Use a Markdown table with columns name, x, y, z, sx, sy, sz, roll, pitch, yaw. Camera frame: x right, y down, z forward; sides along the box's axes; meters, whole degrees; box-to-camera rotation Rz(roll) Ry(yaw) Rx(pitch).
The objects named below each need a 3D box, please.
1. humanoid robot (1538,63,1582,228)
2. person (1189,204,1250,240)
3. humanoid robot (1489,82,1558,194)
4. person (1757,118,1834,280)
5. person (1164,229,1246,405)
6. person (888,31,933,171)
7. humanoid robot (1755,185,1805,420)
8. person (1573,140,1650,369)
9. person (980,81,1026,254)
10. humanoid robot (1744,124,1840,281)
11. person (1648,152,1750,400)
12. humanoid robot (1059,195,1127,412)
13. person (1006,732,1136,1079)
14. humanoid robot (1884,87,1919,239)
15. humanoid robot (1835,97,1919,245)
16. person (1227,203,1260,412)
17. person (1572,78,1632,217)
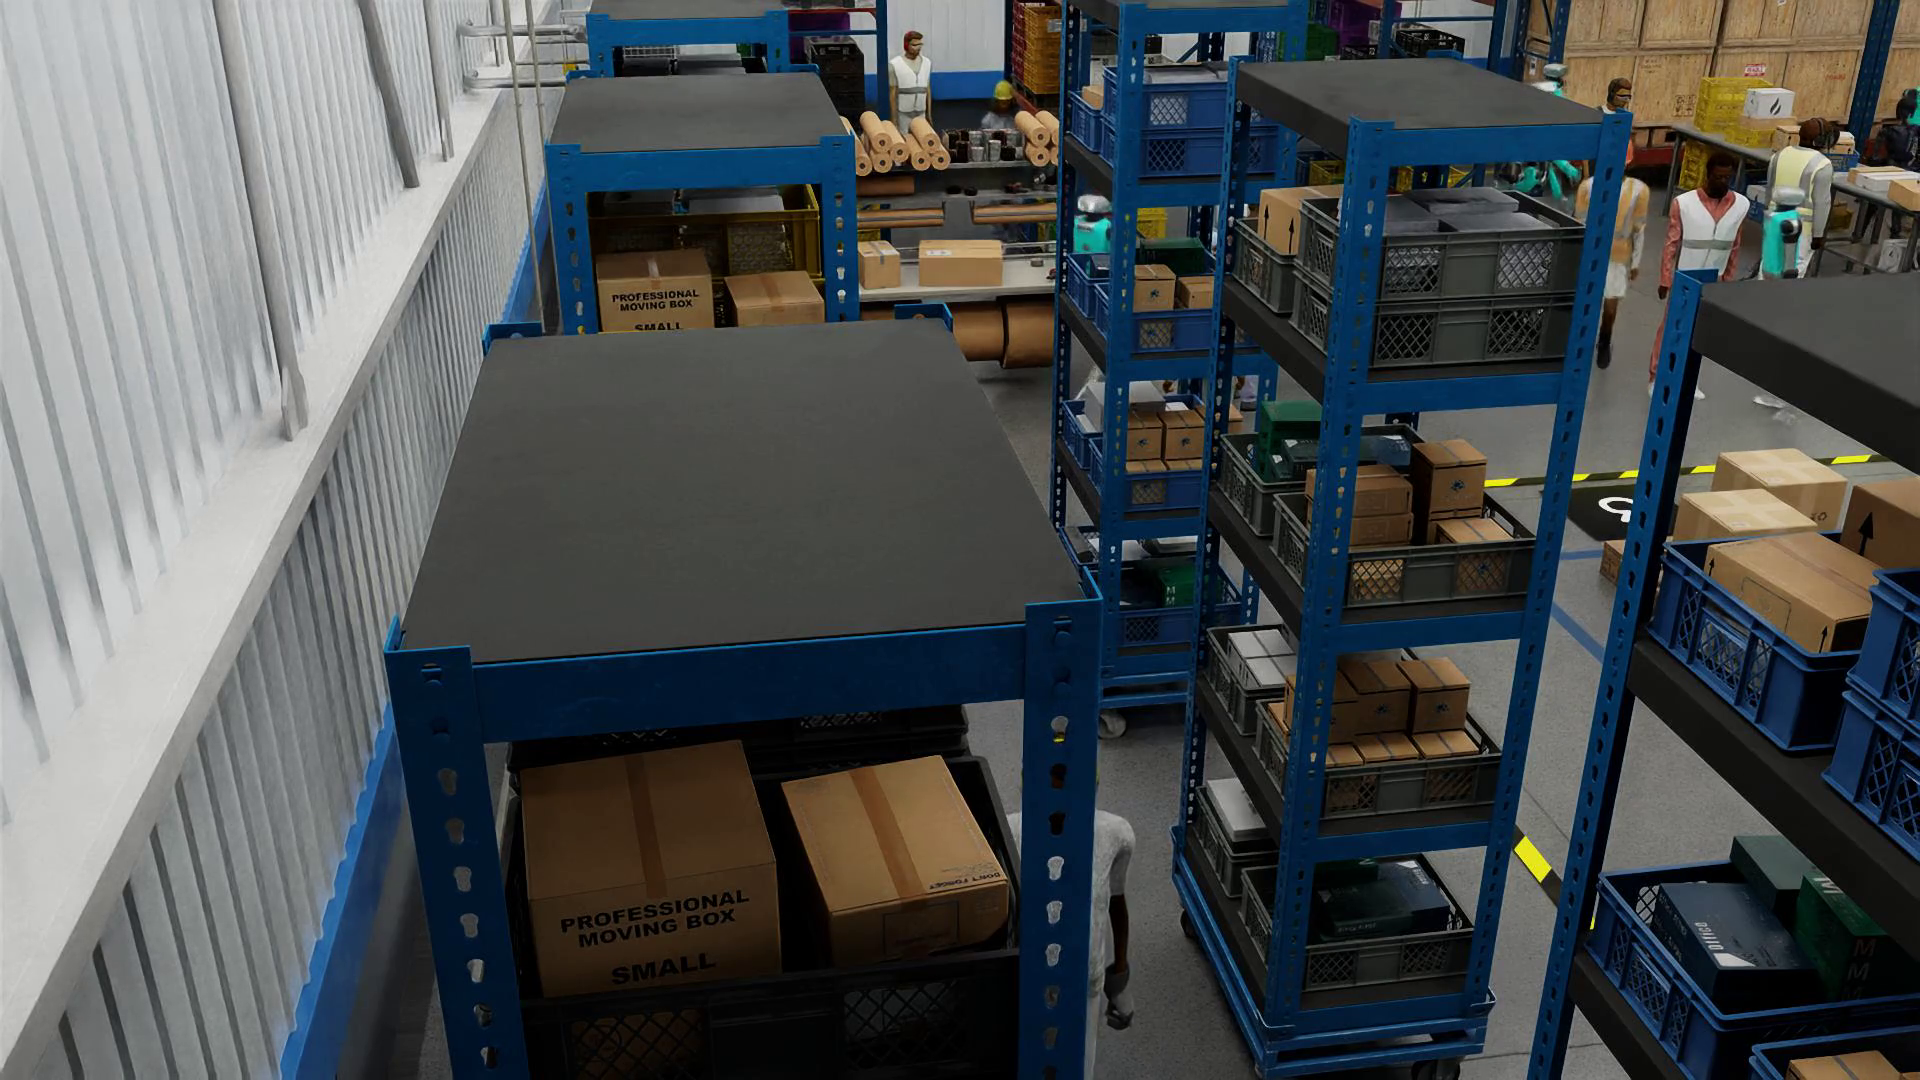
| name | x | y | z | sx | sy | sz | roll | pitch | yaw |
| --- | --- | --- | --- | --- | --- | --- | --- | --- | --- |
| humanoid robot | 6.280 | -3.945 | 17.239 | 0.761 | 1.888 | 0.543 | 17 | 29 | 32 |
| person | 2.108 | -2.298 | 13.192 | 0.598 | 2.035 | 0.399 | -3 | 25 | -7 |
| humanoid robot | 5.512 | -3.669 | 16.475 | 0.530 | 1.767 | 0.694 | -12 | 27 | -24 |
| person | 7.156 | -2.682 | 14.248 | 0.429 | 1.844 | 0.624 | -10 | 26 | -20 |
| person | 1.600 | -1.112 | 10.822 | 0.586 | 1.852 | 0.382 | -4 | 25 | -9 |
| person | -0.571 | -4.891 | 19.059 | 0.562 | 1.836 | 0.387 | -16 | 29 | -31 |
| humanoid robot | 6.221 | -1.746 | 12.321 | 0.781 | 1.747 | 0.586 | 2 | 25 | 5 |
| person | 5.091 | -2.237 | 13.187 | 0.556 | 1.919 | 0.420 | 12 | 27 | 25 |
| person | 0.446 | -3.690 | 16.562 | 0.510 | 1.723 | 0.495 | -4 | 25 | -8 |
| humanoid robot | 7.611 | -2.984 | 15.177 | 0.766 | 1.646 | 0.610 | 11 | 27 | 22 |
| person | 5.622 | -2.009 | 12.693 | 0.591 | 1.917 | 0.376 | -1 | 25 | -3 |
| humanoid robot | 1.118 | -1.739 | 12.325 | 0.534 | 1.727 | 1.035 | 18 | 30 | 35 |
| person | 0.298 | 1.430 | 5.275 | 0.532 | 1.868 | 0.315 | -3 | 25 | -5 |
| humanoid robot | 9.820 | -3.855 | 16.908 | 0.548 | 1.739 | 0.966 | -4 | 25 | -8 |
| humanoid robot | 9.065 | -3.498 | 16.250 | 0.587 | 1.626 | 0.757 | -4 | 25 | -9 |
| person | 2.199 | -1.851 | 12.533 | 0.328 | 1.763 | 0.526 | -13 | 28 | -26 |
| person | 6.246 | -3.578 | 16.217 | 0.500 | 1.831 | 0.365 | -10 | 26 | -20 |
